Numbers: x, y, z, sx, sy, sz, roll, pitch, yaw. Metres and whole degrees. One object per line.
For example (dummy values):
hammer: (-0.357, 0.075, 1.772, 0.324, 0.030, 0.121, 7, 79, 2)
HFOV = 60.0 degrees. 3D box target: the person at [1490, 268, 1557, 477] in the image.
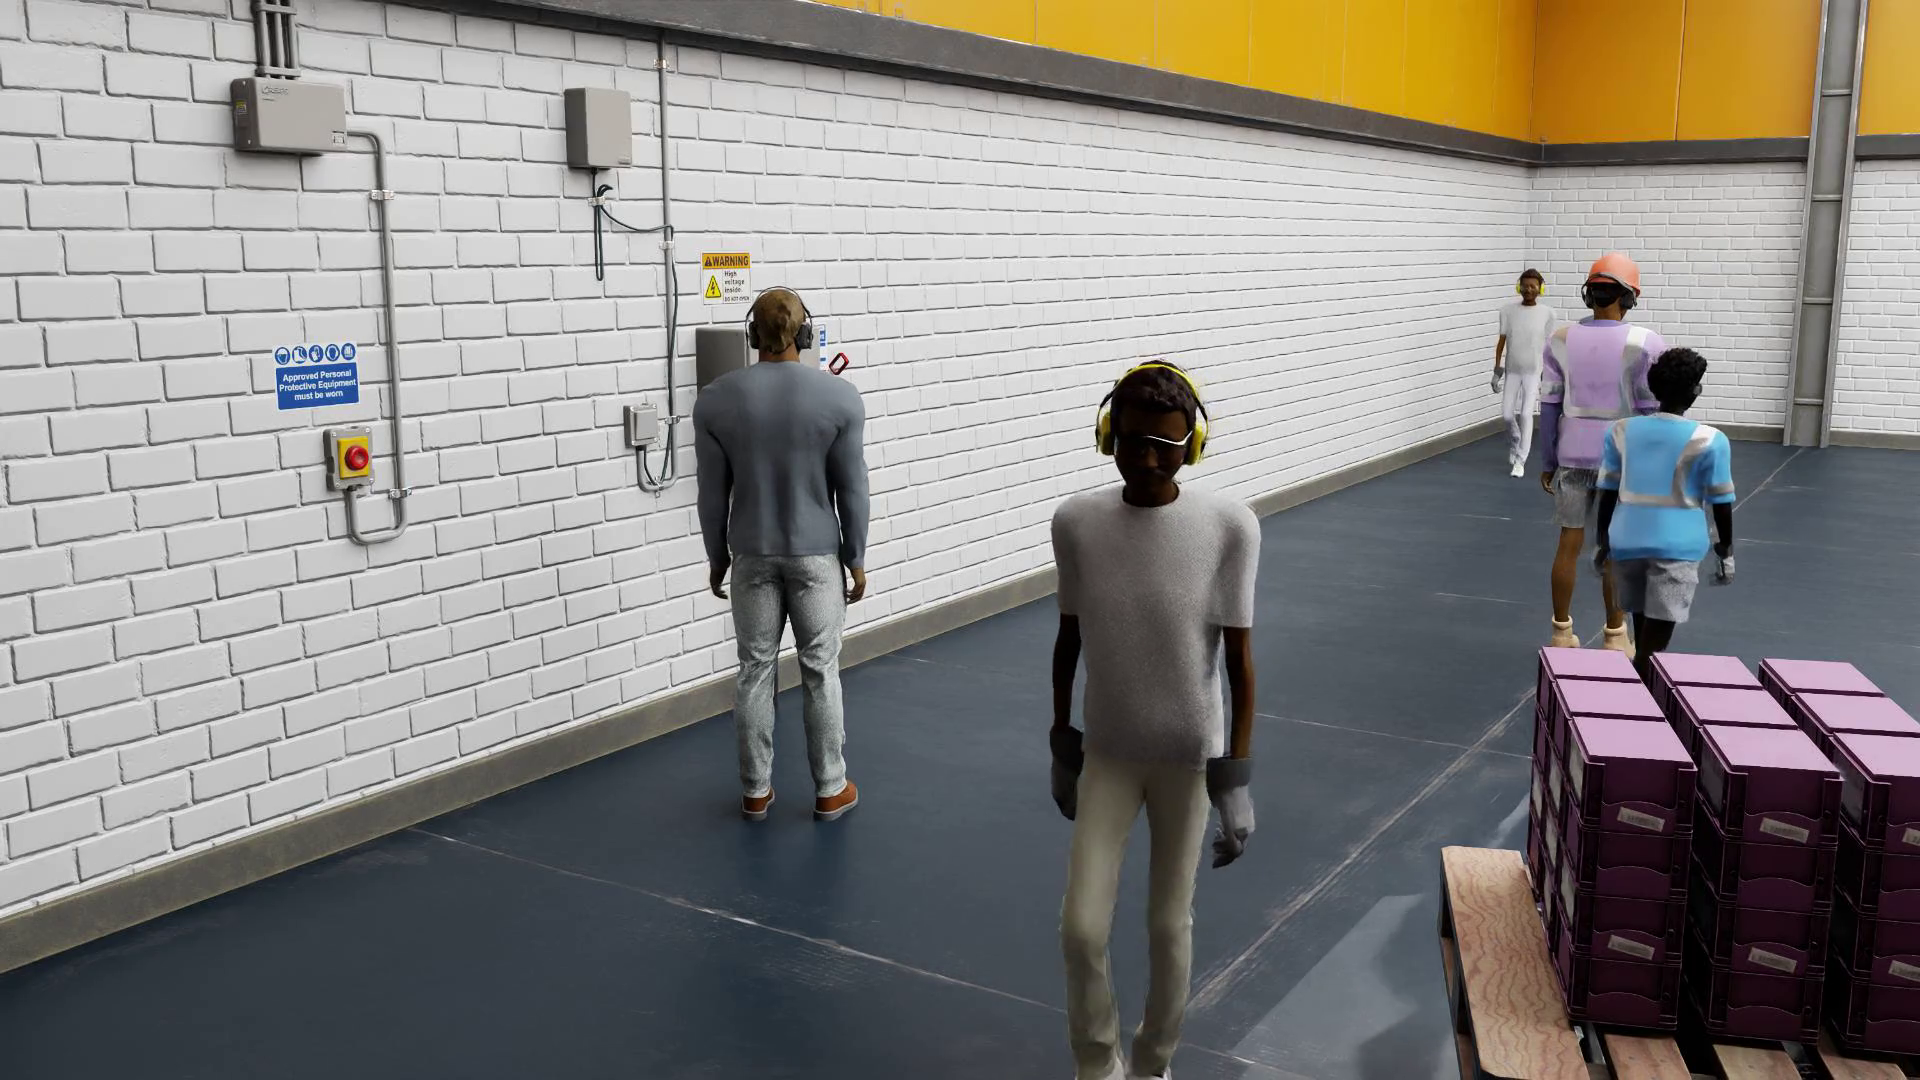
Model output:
person: (5.056, -1.507, 14.944, 0.533, 1.854, 0.630, 5, 11, 26)

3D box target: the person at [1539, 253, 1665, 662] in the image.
person: (3.192, -0.398, 8.285, 0.605, 2.037, 0.388, 9, 13, 40)

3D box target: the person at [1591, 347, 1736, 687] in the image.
person: (2.975, 0.034, 6.932, 0.842, 1.657, 0.550, -8, 13, -37)

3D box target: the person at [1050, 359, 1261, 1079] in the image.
person: (0.422, 0.519, 3.760, 0.498, 1.842, 0.550, 3, 11, 16)

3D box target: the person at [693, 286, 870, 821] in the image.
person: (-0.631, 0.064, 6.001, 0.628, 1.940, 0.373, 1, 10, 5)

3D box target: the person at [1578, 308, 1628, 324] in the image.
person: (6.297, -1.649, 16.332, 0.502, 1.633, 0.280, 8, 13, 37)
